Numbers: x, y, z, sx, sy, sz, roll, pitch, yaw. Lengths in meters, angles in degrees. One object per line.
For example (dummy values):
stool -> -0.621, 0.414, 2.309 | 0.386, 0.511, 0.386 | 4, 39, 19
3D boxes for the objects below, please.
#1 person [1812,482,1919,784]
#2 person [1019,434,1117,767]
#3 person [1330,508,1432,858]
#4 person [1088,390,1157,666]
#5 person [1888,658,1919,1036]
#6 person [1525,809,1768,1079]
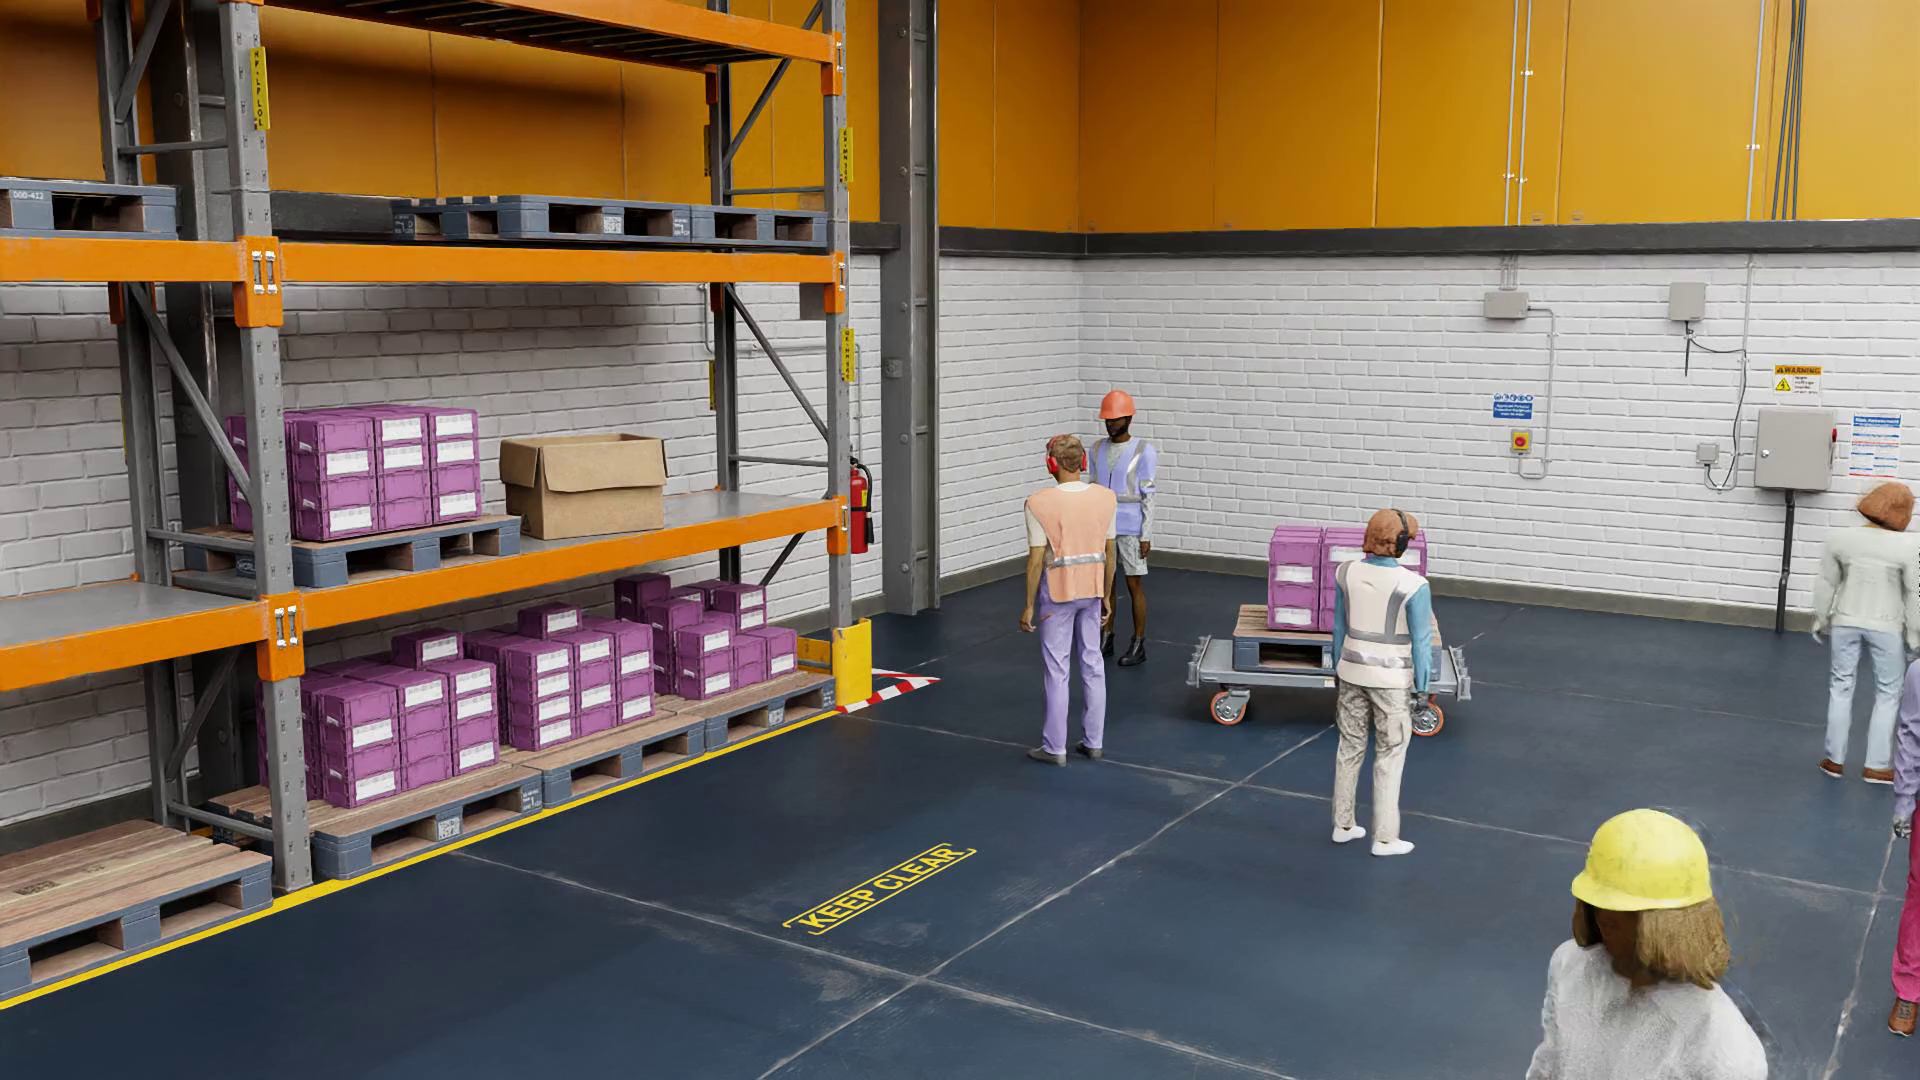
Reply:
person -> 4.852, 0.495, 8.897 | 0.303, 1.615, 0.565 | -8, 12, -44
person -> 0.605, 0.338, 9.179 | 0.562, 1.838, 0.390 | -4, 10, -26
person -> 1.944, 0.663, 7.738 | 0.312, 1.631, 0.529 | -8, 12, -42
person -> 1.104, -0.082, 11.629 | 0.544, 1.931, 0.383 | 7, 11, 38
person -> 3.543, 0.956, 5.823 | 0.498, 1.633, 0.279 | 3, 9, 21
person -> 1.337, 1.322, 3.169 | 0.710, 1.718, 0.486 | -3, 9, -17
